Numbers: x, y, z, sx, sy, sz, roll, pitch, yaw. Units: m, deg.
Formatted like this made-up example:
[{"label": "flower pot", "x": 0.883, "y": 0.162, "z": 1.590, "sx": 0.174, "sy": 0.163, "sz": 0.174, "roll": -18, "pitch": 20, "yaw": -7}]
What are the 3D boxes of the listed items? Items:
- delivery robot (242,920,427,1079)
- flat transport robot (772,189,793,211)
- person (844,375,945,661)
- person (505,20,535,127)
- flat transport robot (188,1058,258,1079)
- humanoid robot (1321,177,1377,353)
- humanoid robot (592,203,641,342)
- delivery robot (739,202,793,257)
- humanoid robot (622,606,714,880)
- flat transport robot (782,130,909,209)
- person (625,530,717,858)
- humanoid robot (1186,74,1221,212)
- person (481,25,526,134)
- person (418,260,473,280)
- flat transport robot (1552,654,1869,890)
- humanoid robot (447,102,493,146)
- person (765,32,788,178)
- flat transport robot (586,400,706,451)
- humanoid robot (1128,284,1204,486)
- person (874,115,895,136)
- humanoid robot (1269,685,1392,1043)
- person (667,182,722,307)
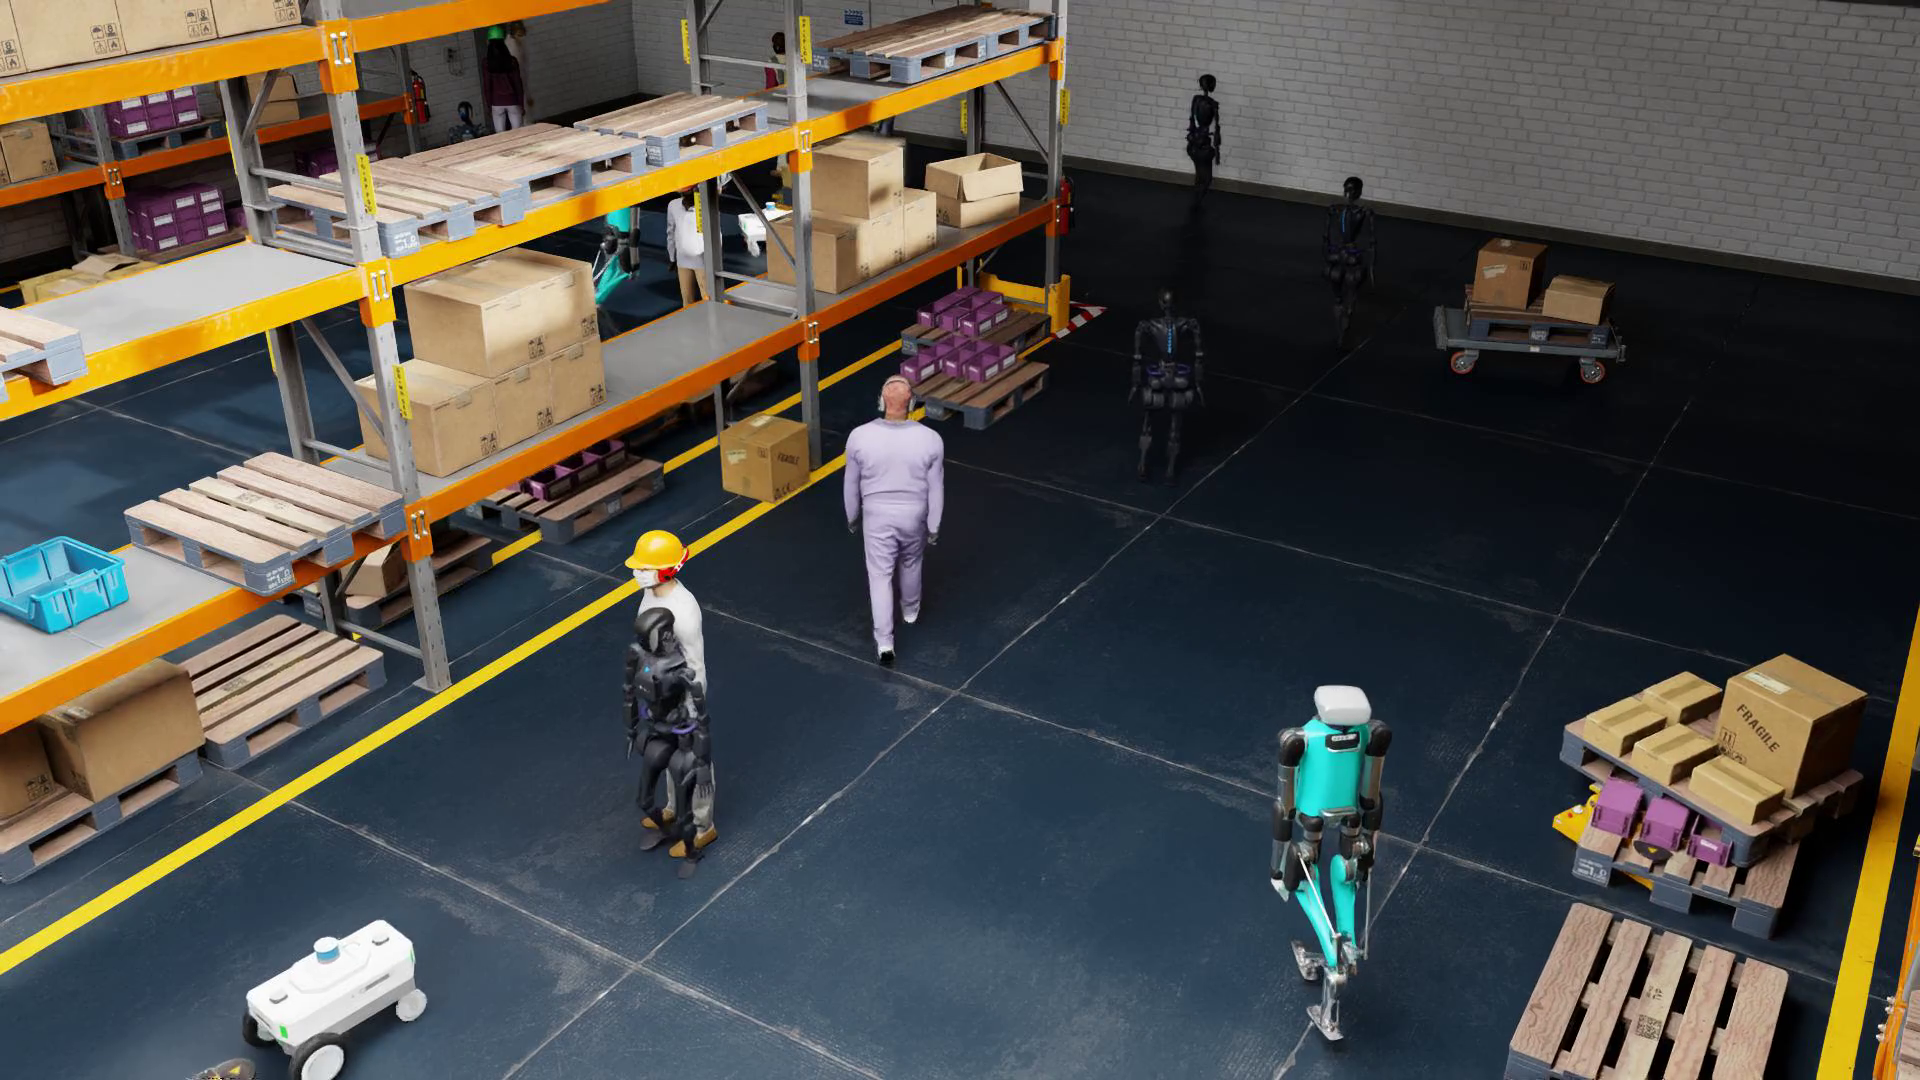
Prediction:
[{"label": "delivery robot", "x": -2.910, "y": 2.126, "z": 7.714, "sx": 0.499, "sy": 0.614, "sz": 0.817, "roll": 21, "pitch": 34, "yaw": 36}, {"label": "flat transport robot", "x": -1.786, "y": -4.308, "z": 20.687, "sx": 0.659, "sy": 0.231, "sz": 1.431, "roll": 10, "pitch": 28, "yaw": 18}, {"label": "person", "x": -0.425, "y": -0.151, "z": 10.733, "sx": 0.649, "sy": 1.871, "sz": 0.924, "roll": -1, "pitch": 27, "yaw": -1}, {"label": "person", "x": -5.903, "y": -6.025, "z": 22.292, "sx": 0.352, "sy": 1.893, "sz": 0.696, "roll": -9, "pitch": 28, "yaw": -17}, {"label": "flat transport robot", "x": -3.468, "y": 2.720, "z": 6.838, "sx": 0.659, "sy": 0.231, "sz": 1.431, "roll": 23, "pitch": 35, "yaw": 37}, {"label": "humanoid robot", "x": 3.706, "y": -2.633, "z": 15.834, "sx": 0.587, "sy": 1.639, "sz": 0.506, "roll": 19, "pitch": 33, "yaw": 33}, {"label": "humanoid robot", "x": -3.355, "y": -2.621, "z": 15.710, "sx": 0.590, "sy": 1.761, "sz": 0.724, "roll": 24, "pitch": 35, "yaw": 39}, {"label": "delivery robot", "x": -2.107, "y": -3.525, "z": 18.824, "sx": 0.762, "sy": 0.591, "sz": 0.499, "roll": -7, "pitch": 28, "yaw": -13}, {"label": "humanoid robot", "x": -1.497, "y": 1.037, "z": 8.616, "sx": 0.624, "sy": 1.642, "sz": 0.357, "roll": 17, "pitch": 31, "yaw": 30}, {"label": "flat transport robot", "x": -1.404, "y": -3.997, "z": 20.074, "sx": 1.431, "sy": 0.231, "sz": 0.659, "roll": 20, "pitch": 33, "yaw": 34}, {"label": "person", "x": -1.525, "y": 0.802, "z": 8.822, "sx": 0.358, "sy": 1.897, "sz": 0.563, "roll": -17, "pitch": 31, "yaw": -29}, {"label": "humanoid robot", "x": 2.952, "y": -4.783, "z": 20.073, "sx": 0.431, "sy": 1.650, "sz": 0.589, "roll": -15, "pitch": 30, "yaw": -26}, {"label": "person", "x": -5.847, "y": -5.605, "z": 21.394, "sx": 0.488, "sy": 1.945, "sz": 0.432, "roll": -5, "pitch": 27, "yaw": -10}, {"label": "person", "x": -4.422, "y": -2.057, "z": 14.570, "sx": 0.525, "sy": 1.803, "sz": 0.897, "roll": 4, "pitch": 27, "yaw": 8}, {"label": "flat transport robot", "x": 4.062, "y": 1.479, "z": 9.284, "sx": 1.431, "sy": 0.231, "sz": 0.659, "roll": -16, "pitch": 31, "yaw": -28}, {"label": "humanoid robot", "x": -5.436, "y": -4.096, "z": 18.714, "sx": 0.589, "sy": 1.652, "sz": 0.340, "roll": -3, "pitch": 27, "yaw": -6}, {"label": "person", "x": -2.289, "y": -5.643, "z": 21.580, "sx": 0.430, "sy": 1.845, "sz": 0.621, "roll": 23, "pitch": 35, "yaw": 37}, {"label": "flat transport robot", "x": -2.891, "y": -1.018, "z": 14.203, "sx": 0.659, "sy": 0.231, "sz": 1.431, "roll": 16, "pitch": 31, "yaw": 29}, {"label": "humanoid robot", "x": 1.623, "y": -1.219, "z": 13.035, "sx": 0.600, "sy": 1.646, "sz": 0.370, "roll": 0, "pitch": 27, "yaw": 0}, {"label": "person", "x": -0.977, "y": -5.352, "z": 21.232, "sx": 0.280, "sy": 1.634, "sz": 0.498, "roll": 8, "pitch": 28, "yaw": 14}, {"label": "humanoid robot", "x": 1.712, "y": 1.547, "z": 7.539, "sx": 0.547, "sy": 1.759, "sz": 0.940, "roll": -6, "pitch": 28, "yaw": -12}, {"label": "person", "x": -2.535, "y": -2.665, "z": 15.809, "sx": 0.573, "sy": 1.747, "sz": 0.341, "roll": 11, "pitch": 29, "yaw": 20}]
